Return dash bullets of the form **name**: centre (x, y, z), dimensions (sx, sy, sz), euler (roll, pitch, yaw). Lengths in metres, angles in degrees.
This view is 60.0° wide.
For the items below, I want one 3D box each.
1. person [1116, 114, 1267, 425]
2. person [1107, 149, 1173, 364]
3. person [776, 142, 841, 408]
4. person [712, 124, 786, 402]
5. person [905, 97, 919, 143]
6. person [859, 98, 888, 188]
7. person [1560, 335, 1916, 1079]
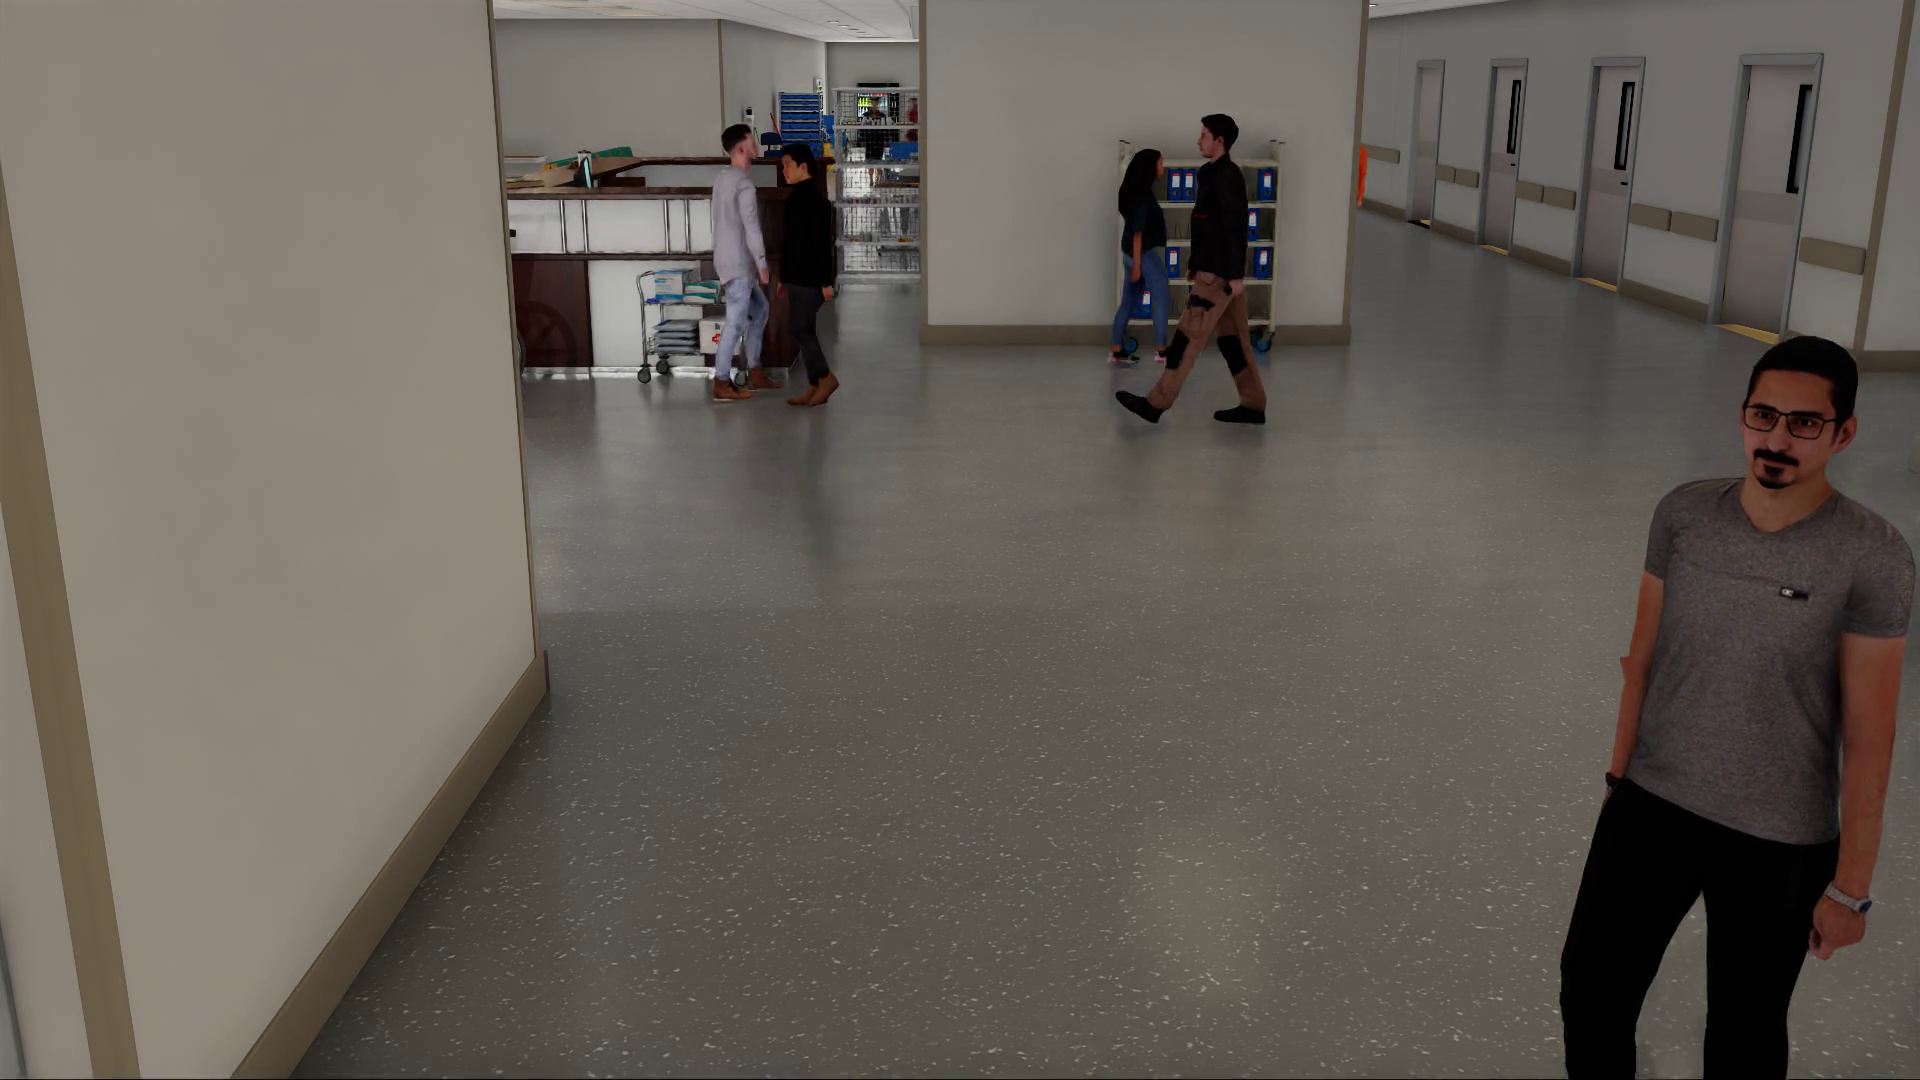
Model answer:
- **person**: centre (1.665, -1.589, 10.137), dimensions (1.169, 1.879, 0.740), euler (0, 16, 1)
- **person**: centre (1.276, -2.097, 12.469), dimensions (0.817, 1.593, 0.610), euler (-1, 16, -5)
- **person**: centre (-0.939, -1.737, 10.967), dimensions (0.729, 1.715, 0.723), euler (-7, 17, -24)
- **person**: centre (-1.558, -1.826, 11.092), dimensions (0.916, 1.817, 0.861), euler (-7, 17, -23)
- **person**: centre (-1.120, -10.052, 40.822), dimensions (1.039, 1.518, 0.795), euler (5, 16, 17)
- **person**: centre (-1.650, -7.591, 31.812), dimensions (0.557, 1.671, 0.747), euler (0, 16, 0)
- **person**: centre (1.418, 0.487, 3.020), dimensions (0.782, 1.746, 0.844), euler (15, 22, 43)
